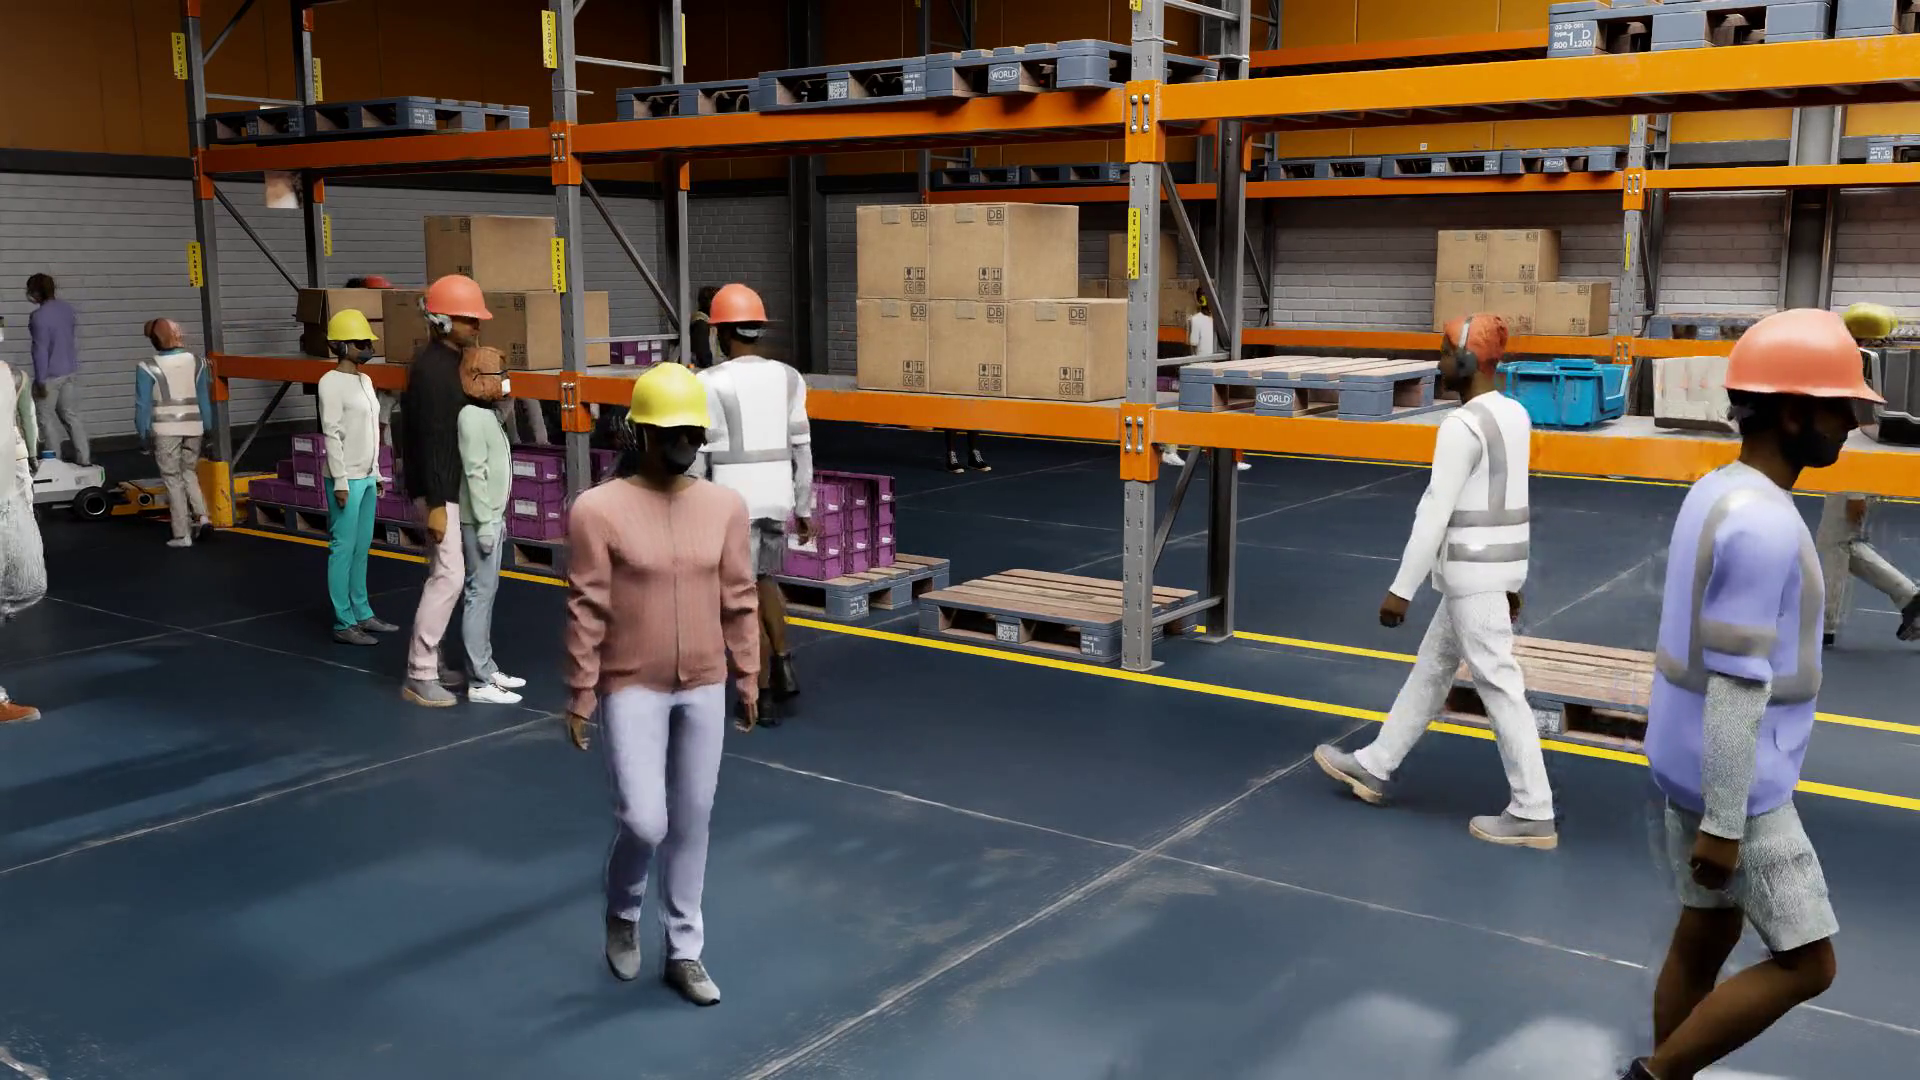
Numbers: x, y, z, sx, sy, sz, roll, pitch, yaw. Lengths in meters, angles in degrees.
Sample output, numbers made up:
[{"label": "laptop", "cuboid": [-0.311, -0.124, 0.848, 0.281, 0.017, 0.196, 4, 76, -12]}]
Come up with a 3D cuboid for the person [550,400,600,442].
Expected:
[{"label": "person", "cuboid": [-3.451, -1.415, 14.897, 0.581, 1.902, 0.673, 1, 10, 5]}]

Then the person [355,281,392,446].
[{"label": "person", "cuboid": [-5.326, -1.426, 15.113, 0.413, 1.870, 0.619, -7, 12, -38]}]

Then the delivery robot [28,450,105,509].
[{"label": "delivery robot", "cuboid": [-7.020, -0.448, 12.845, 0.707, 0.478, 0.477, -8, 12, -40]}]

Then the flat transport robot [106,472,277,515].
[{"label": "flat transport robot", "cuboid": [-6.267, -0.395, 13.653, 1.431, 0.197, 0.652, -7, 12, -35]}]

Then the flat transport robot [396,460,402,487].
[{"label": "flat transport robot", "cuboid": [-5.174, -0.557, 14.618, 0.652, 0.197, 1.431, 9, 13, 43]}]

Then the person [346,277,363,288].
[{"label": "person", "cuboid": [-6.647, -1.984, 18.435, 0.543, 1.845, 0.800, 6, 11, 34]}]

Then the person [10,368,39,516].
[{"label": "person", "cuboid": [-5.829, -0.469, 10.028, 0.514, 1.640, 0.310, -8, 12, -39]}]

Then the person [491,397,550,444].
[{"label": "person", "cuboid": [-4.338, -1.588, 16.081, 1.015, 1.856, 0.653, 0, 10, -2]}]

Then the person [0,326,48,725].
[{"label": "person", "cuboid": [-4.304, -0.140, 7.244, 0.494, 1.926, 0.632, 0, 10, 3]}]

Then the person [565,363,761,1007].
[{"label": "person", "cuboid": [-0.786, 0.399, 4.490, 0.550, 1.752, 0.372, -7, 12, -35]}]

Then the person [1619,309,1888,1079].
[{"label": "person", "cuboid": [1.650, 0.485, 3.499, 0.417, 1.924, 0.542, 2, 10, 12]}]

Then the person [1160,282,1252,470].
[{"label": "person", "cuboid": [2.390, -1.602, 16.251, 0.962, 1.826, 0.540, 5, 11, 27]}]

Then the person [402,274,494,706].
[{"label": "person", "cuboid": [-2.373, -0.231, 7.668, 0.523, 1.970, 0.635, -1, 10, -6]}]

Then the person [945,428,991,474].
[{"label": "person", "cuboid": [0.073, -1.622, 15.918, 0.603, 1.967, 0.366, -6, 11, -33]}]

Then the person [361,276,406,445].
[{"label": "person", "cuboid": [-4.786, -1.272, 14.064, 0.558, 1.894, 0.538, 2, 10, 14]}]

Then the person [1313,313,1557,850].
[{"label": "person", "cuboid": [1.708, 0.129, 5.859, 0.970, 1.834, 0.597, 7, 12, 34]}]

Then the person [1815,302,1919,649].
[{"label": "person", "cuboid": [4.678, -0.311, 8.566, 0.671, 1.813, 0.598, 5, 11, 26]}]

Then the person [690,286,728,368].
[{"label": "person", "cuboid": [-2.479, -1.529, 15.913, 0.975, 1.797, 0.606, 1, 10, 8]}]

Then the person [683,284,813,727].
[{"label": "person", "cuboid": [-0.926, -0.147, 7.274, 0.556, 1.917, 0.477, -8, 13, -41]}]

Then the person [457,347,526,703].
[{"label": "person", "cuboid": [-2.180, -0.073, 7.679, 0.281, 1.634, 0.498, -1, 10, -8]}]

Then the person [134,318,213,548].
[{"label": "person", "cuboid": [-5.531, -0.745, 11.698, 0.377, 1.623, 0.535, 6, 11, 32]}]

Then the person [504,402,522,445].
[{"label": "person", "cuboid": [-4.597, -1.538, 16.483, 0.515, 1.602, 0.792, -9, 13, -43]}]

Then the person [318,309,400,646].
[{"label": "person", "cuboid": [-3.204, -0.332, 8.835, 0.314, 1.769, 0.523, 0, 10, 2]}]

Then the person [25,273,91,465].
[{"label": "person", "cuboid": [-8.471, -1.536, 15.589, 0.618, 1.913, 0.717, 0, 10, 1]}]
